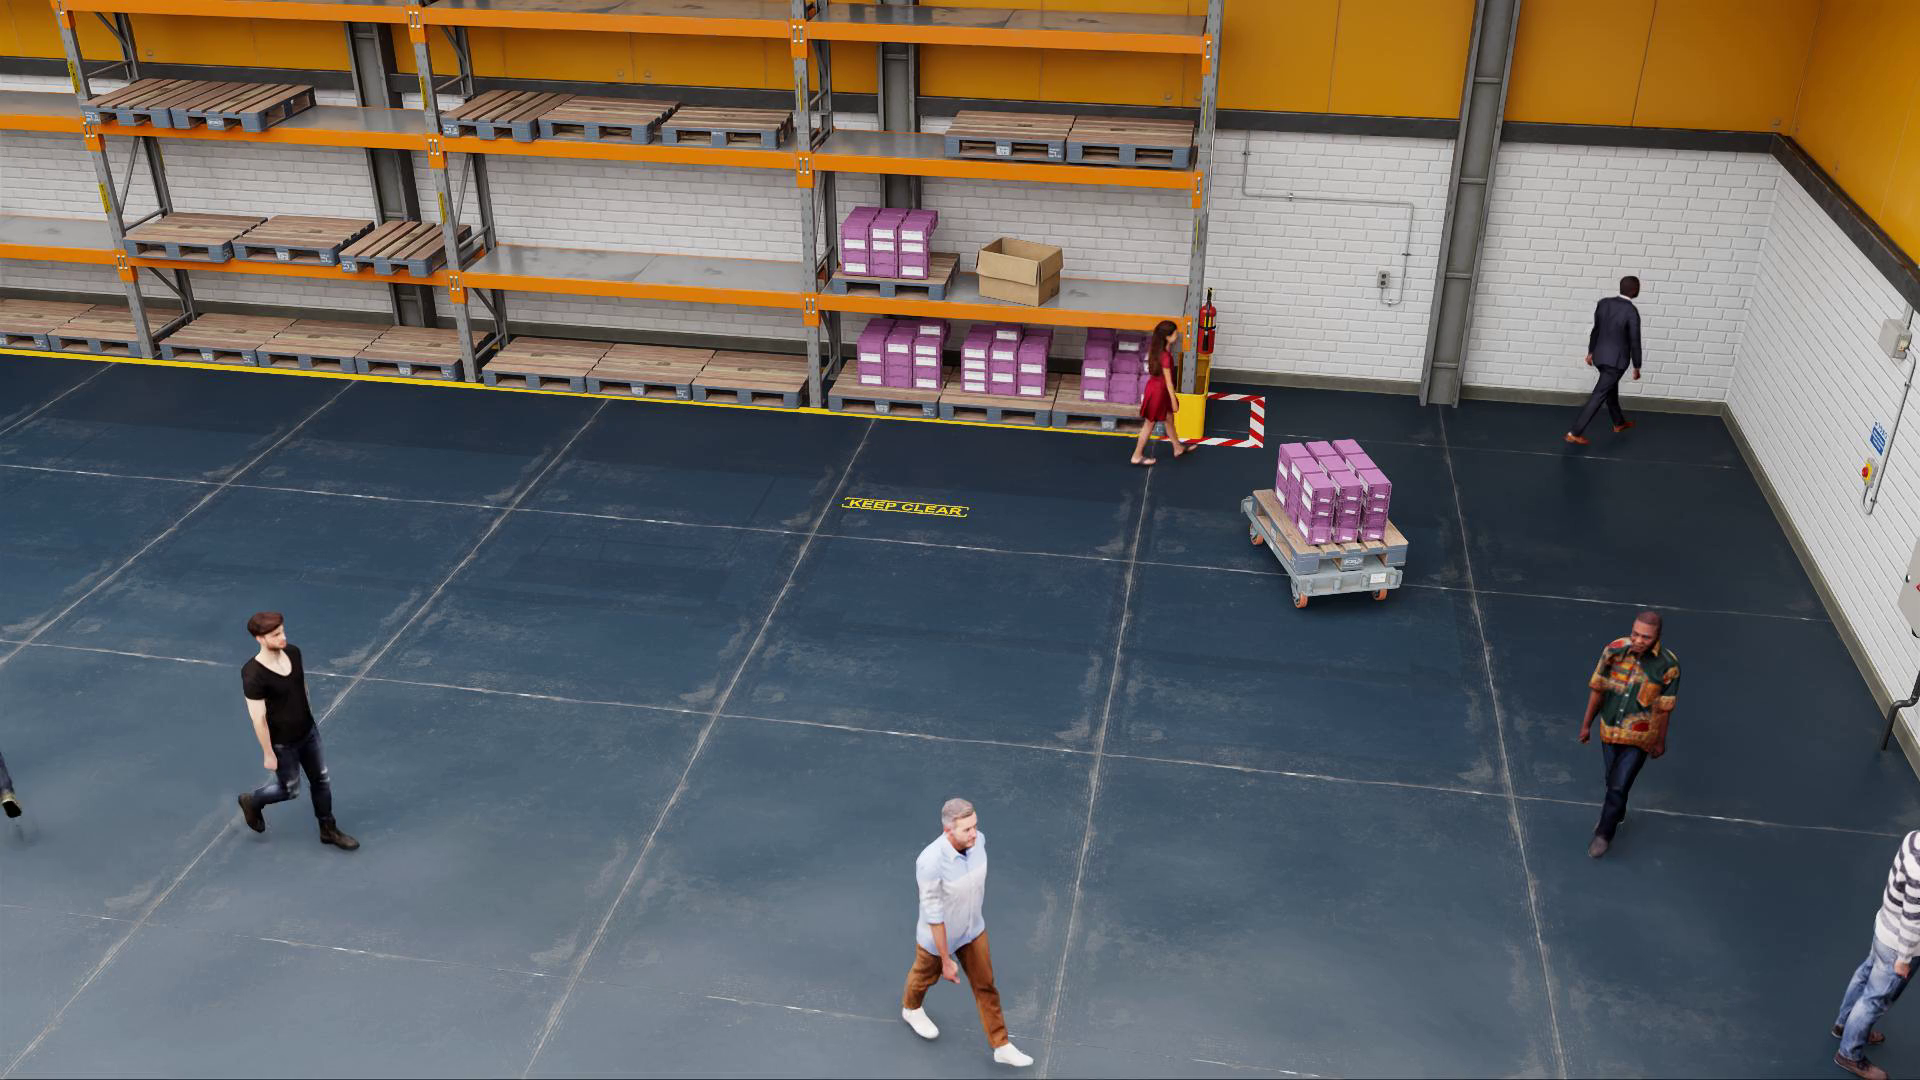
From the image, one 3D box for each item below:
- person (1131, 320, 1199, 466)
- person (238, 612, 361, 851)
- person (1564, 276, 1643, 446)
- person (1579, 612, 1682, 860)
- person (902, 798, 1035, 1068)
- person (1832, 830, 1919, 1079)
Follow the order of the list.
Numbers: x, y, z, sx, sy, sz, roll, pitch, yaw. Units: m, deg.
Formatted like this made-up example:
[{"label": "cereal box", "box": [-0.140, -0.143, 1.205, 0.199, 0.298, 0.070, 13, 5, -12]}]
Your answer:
[{"label": "person", "box": [1.901, -1.438, 16.519, 1.002, 1.524, 0.737, -3, 29, -6]}, {"label": "person", "box": [-4.577, 1.292, 11.149, 1.118, 1.874, 0.796, 9, 30, 17]}, {"label": "person", "box": [6.552, -1.784, 16.887, 1.326, 1.781, 1.126, -11, 30, -19]}, {"label": "person", "box": [4.587, 1.249, 11.319, 1.017, 1.787, 0.982, -24, 37, -37]}, {"label": "person", "box": [-0.121, 2.211, 9.561, 1.117, 1.781, 1.248, -24, 37, -37]}, {"label": "person", "box": [5.338, 2.229, 9.457, 0.625, 1.849, 0.703, 13, 31, 22]}]
